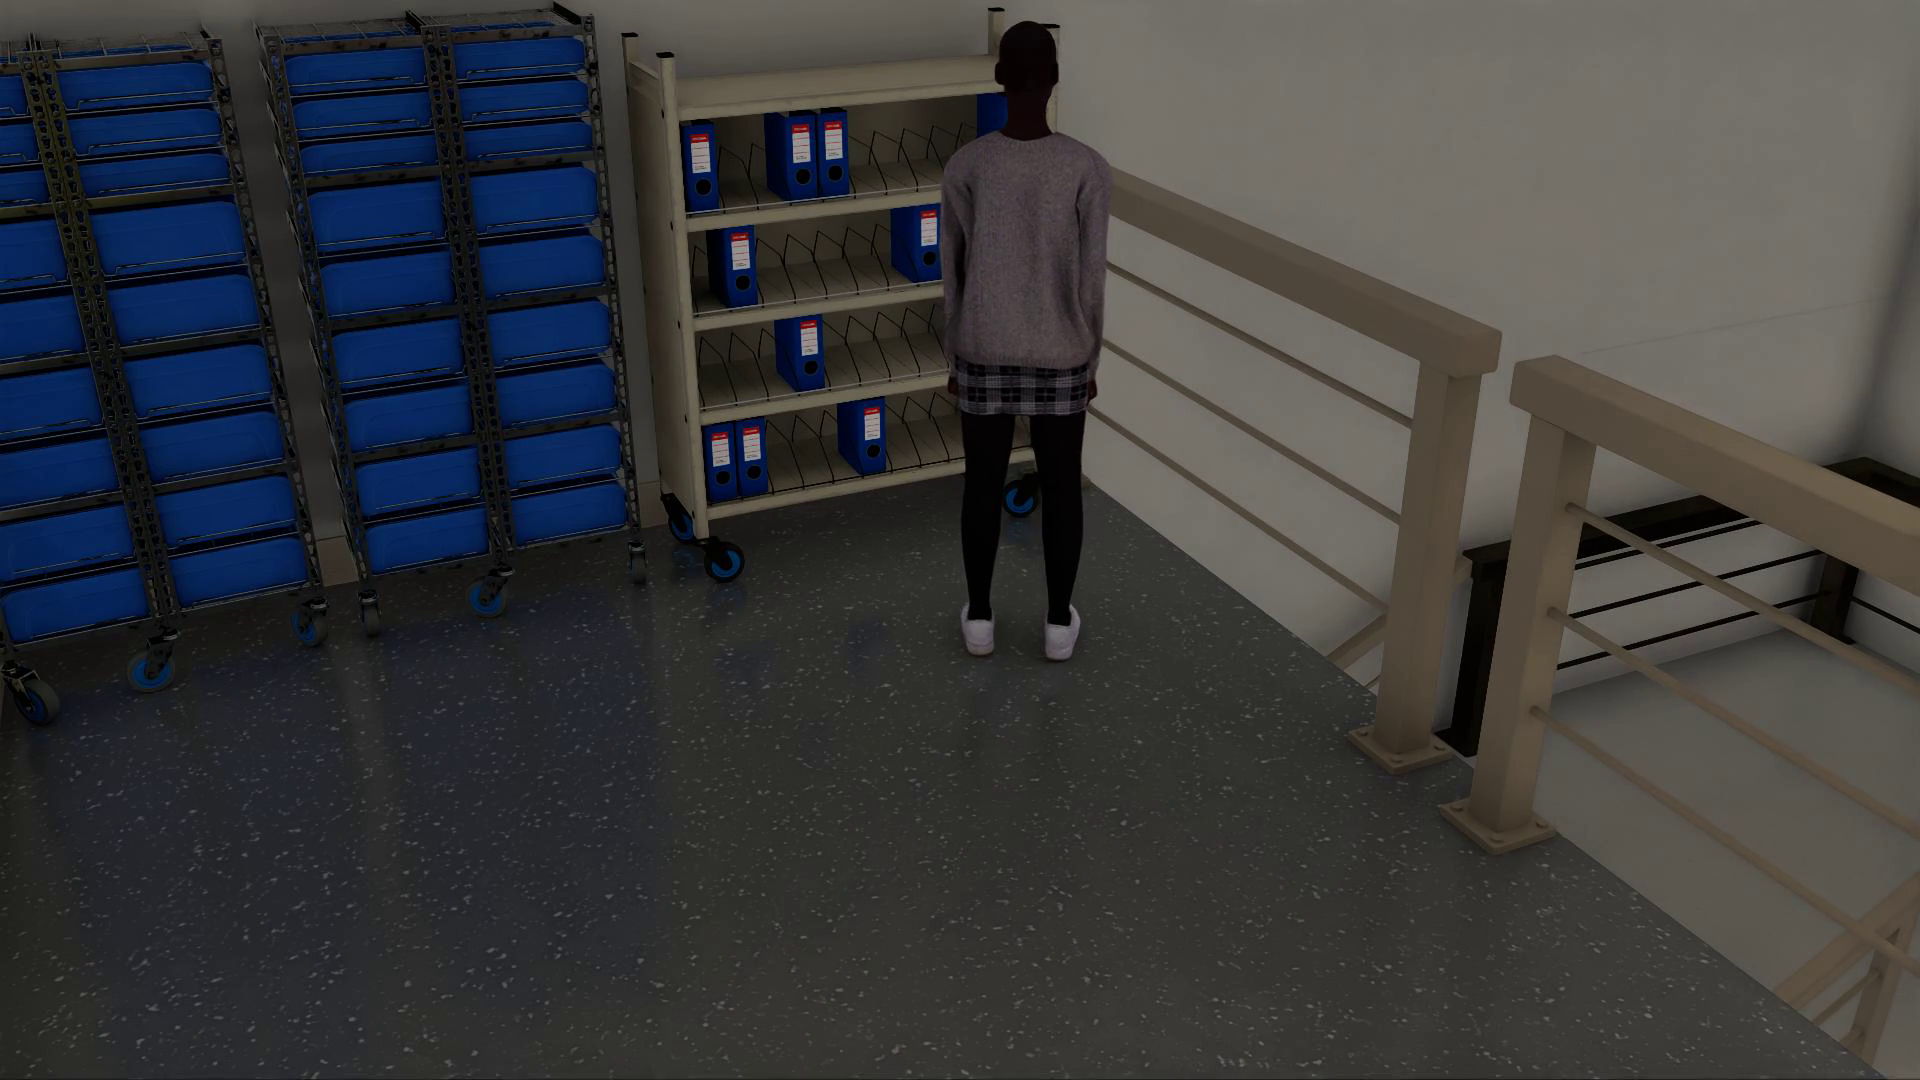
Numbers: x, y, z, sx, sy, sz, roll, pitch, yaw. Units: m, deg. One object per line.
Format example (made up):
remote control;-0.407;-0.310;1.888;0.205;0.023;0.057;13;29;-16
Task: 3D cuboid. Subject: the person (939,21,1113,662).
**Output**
person;0.171;-0.501;4.554;0.632;1.770;0.746;3;26;6
